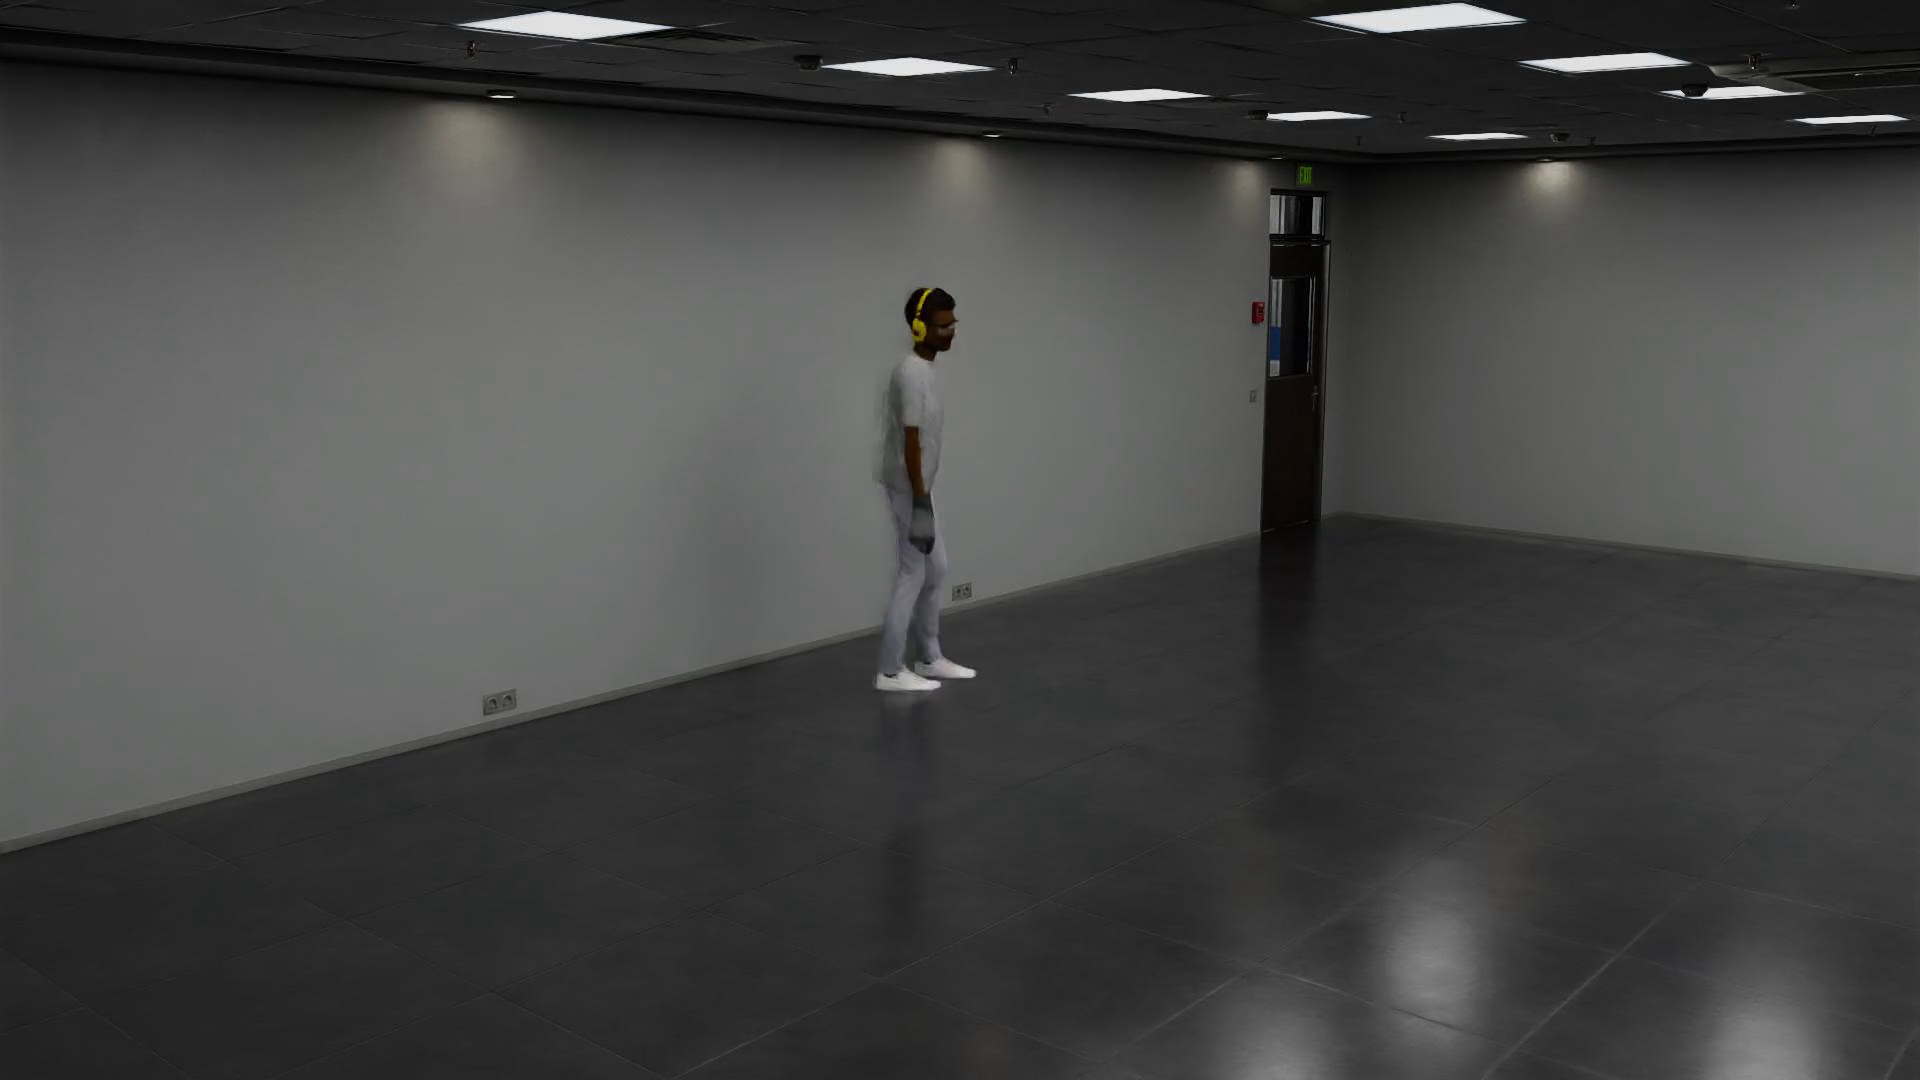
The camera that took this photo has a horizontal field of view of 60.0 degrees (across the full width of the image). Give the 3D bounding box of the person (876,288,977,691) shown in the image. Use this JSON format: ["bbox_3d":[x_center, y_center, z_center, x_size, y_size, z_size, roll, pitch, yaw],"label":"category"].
[{"bbox_3d":[-0.149,-0.208,7.545,0.555,1.838,0.569,1,10,5],"label":"person"}]
